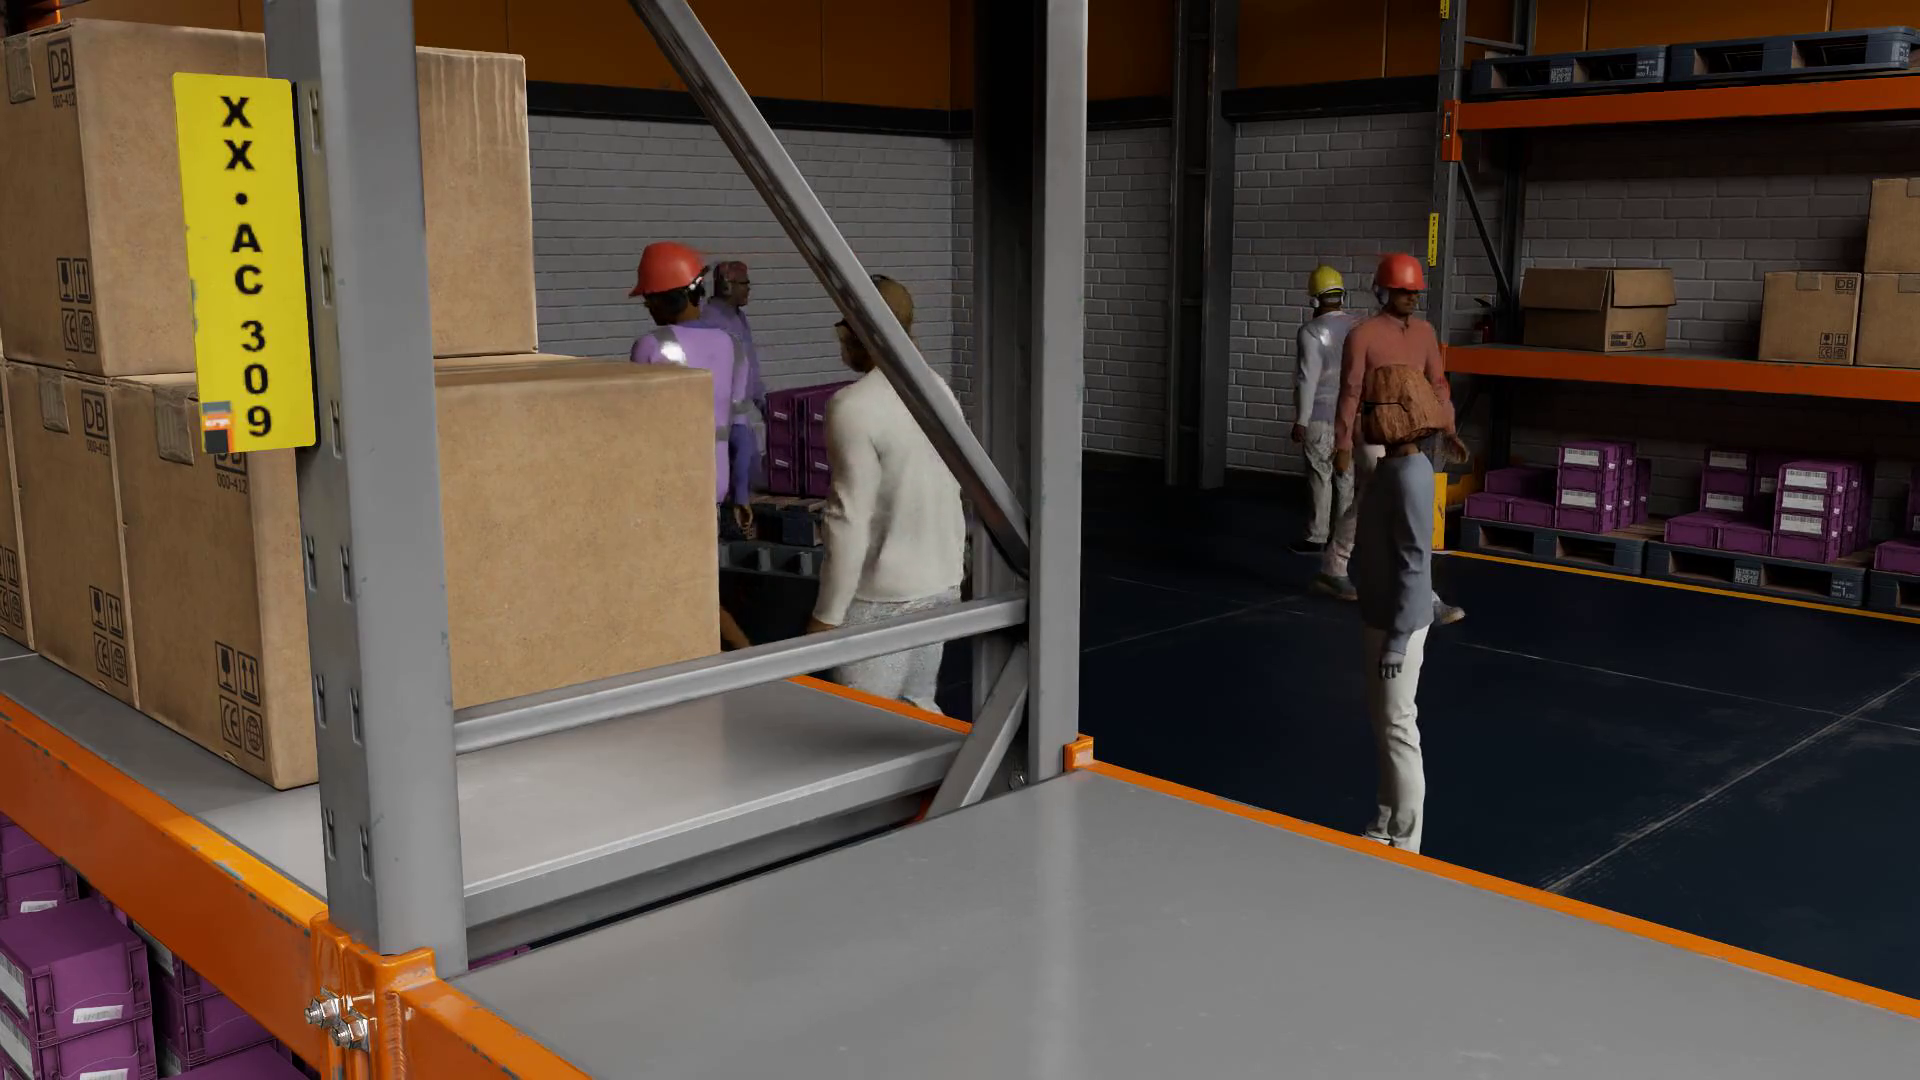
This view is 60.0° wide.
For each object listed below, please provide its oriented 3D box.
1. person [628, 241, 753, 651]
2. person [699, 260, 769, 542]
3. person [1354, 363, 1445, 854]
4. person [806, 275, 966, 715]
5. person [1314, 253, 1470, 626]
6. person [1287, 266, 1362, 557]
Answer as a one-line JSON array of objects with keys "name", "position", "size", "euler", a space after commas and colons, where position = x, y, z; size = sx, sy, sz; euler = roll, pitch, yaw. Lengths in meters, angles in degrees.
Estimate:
[{"name": "person", "position": [-1.082, -0.221, 6.853], "size": [0.954, 2.004, 0.609], "euler": [6, 12, 31]}, {"name": "person", "position": [-1.398, -0.860, 10.739], "size": [1.013, 1.854, 0.653], "euler": [1, 10, 4]}, {"name": "person", "position": [1.334, 0.269, 5.187], "size": [0.276, 1.633, 0.507], "euler": [1, 10, 7]}, {"name": "person", "position": [-0.102, 0.177, 4.957], "size": [0.641, 1.908, 0.663], "euler": [6, 12, 28]}, {"name": "person", "position": [2.287, -0.556, 8.899], "size": [0.616, 1.940, 1.066], "euler": [-8, 13, -38]}, {"name": "person", "position": [2.304, -0.807, 10.520], "size": [0.591, 1.829, 0.404], "euler": [-8, 13, -39]}]
